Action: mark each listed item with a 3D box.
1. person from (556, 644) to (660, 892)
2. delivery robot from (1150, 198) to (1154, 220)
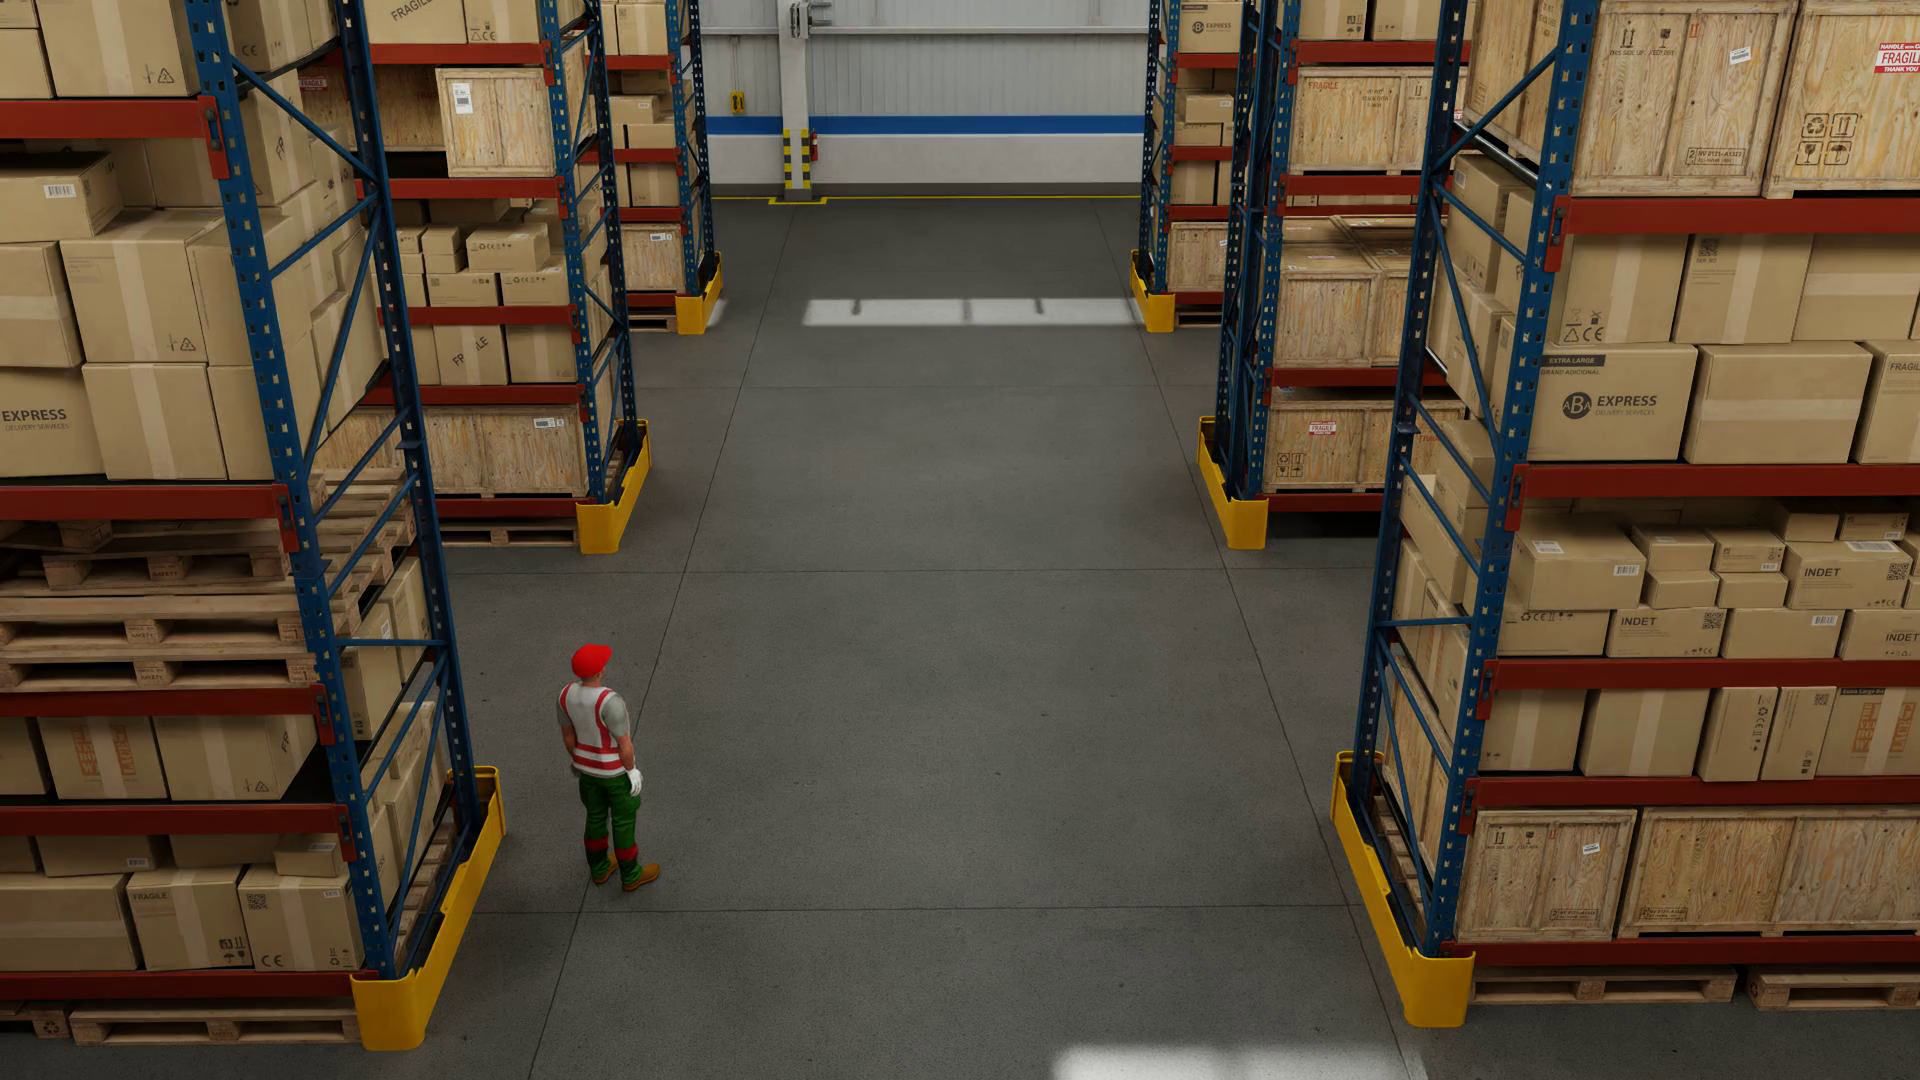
[{"bbox_3d":[-2.290,1.448,10.750,0.535,1.794,0.375,11,27,22],"label":"person"},{"bbox_3d":[3.400,-5.395,27.003,0.753,0.535,0.667,19,31,34],"label":"delivery robot"}]
